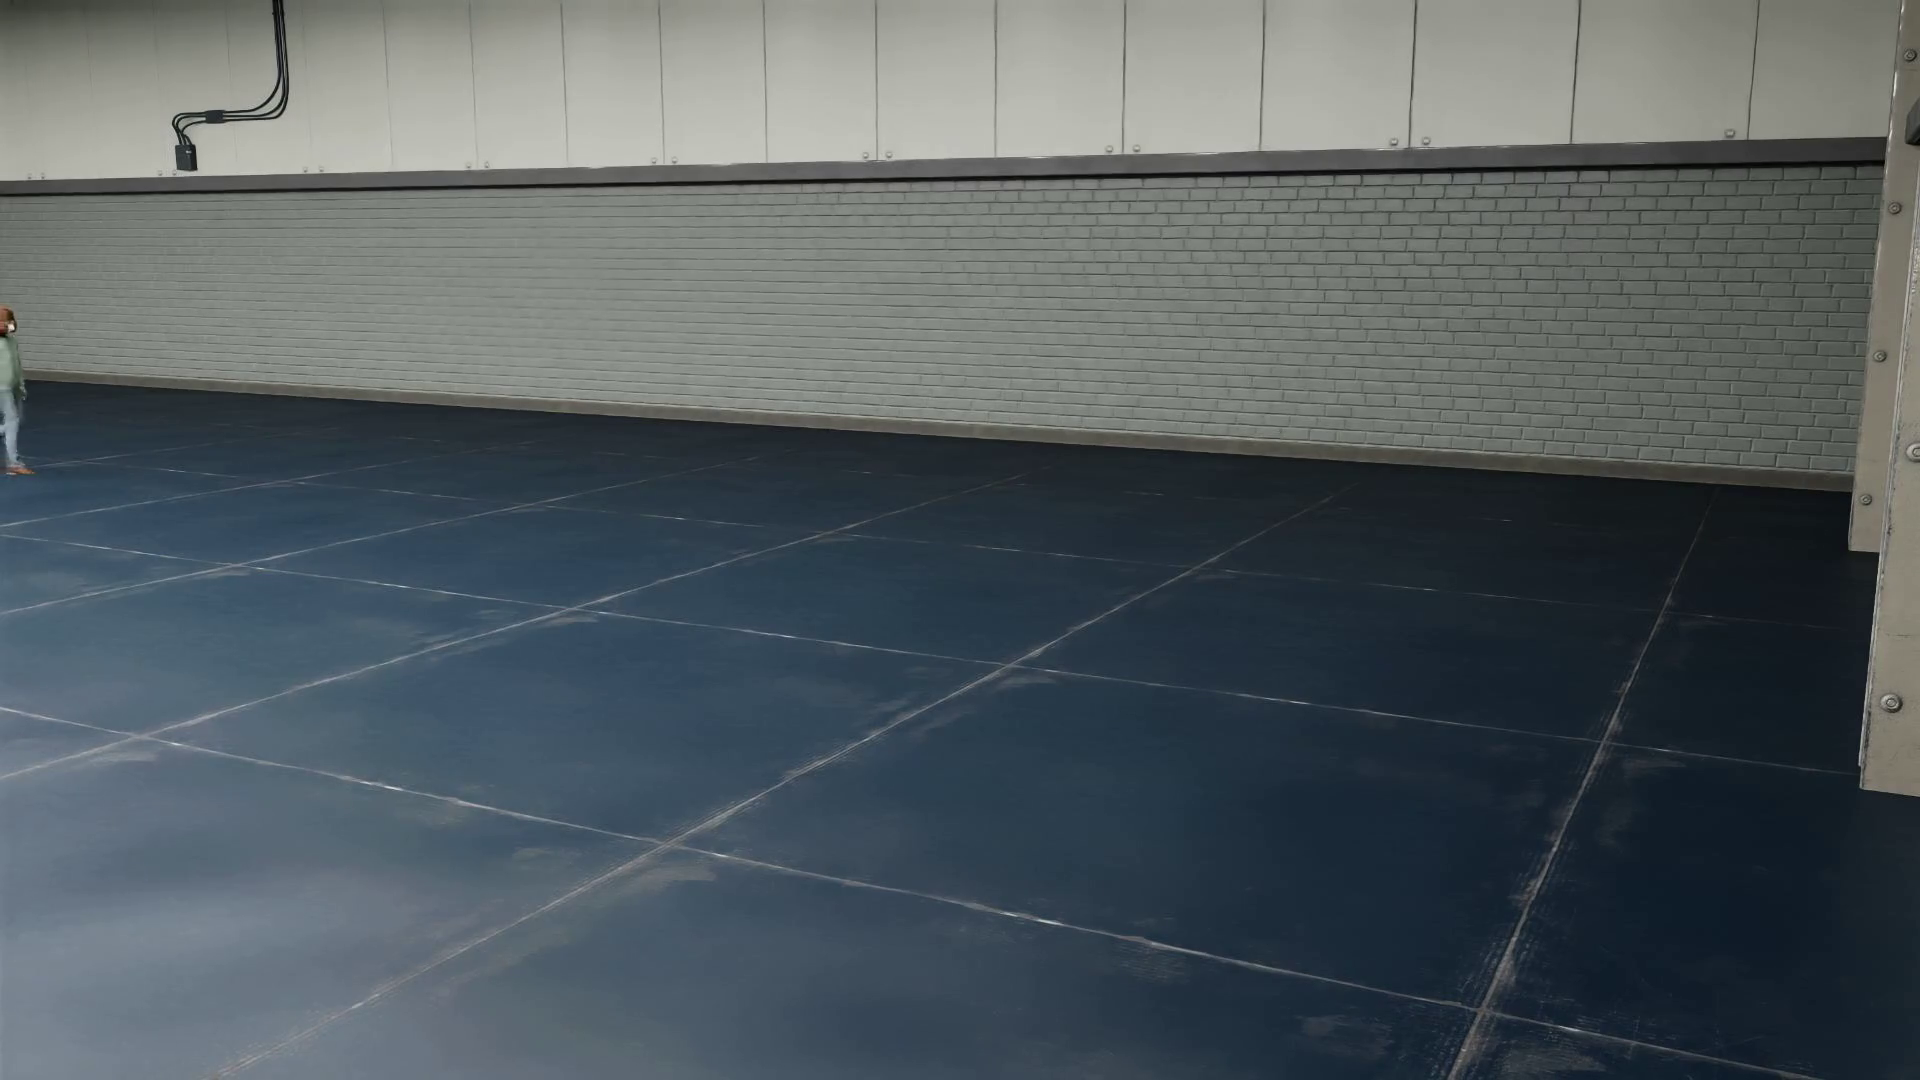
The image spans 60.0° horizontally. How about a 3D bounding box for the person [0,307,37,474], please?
[{"bbox_3d":[-9.236,-1.426,15.983,0.565,1.616,0.513,-1,10,-4],"label":"person"}]
